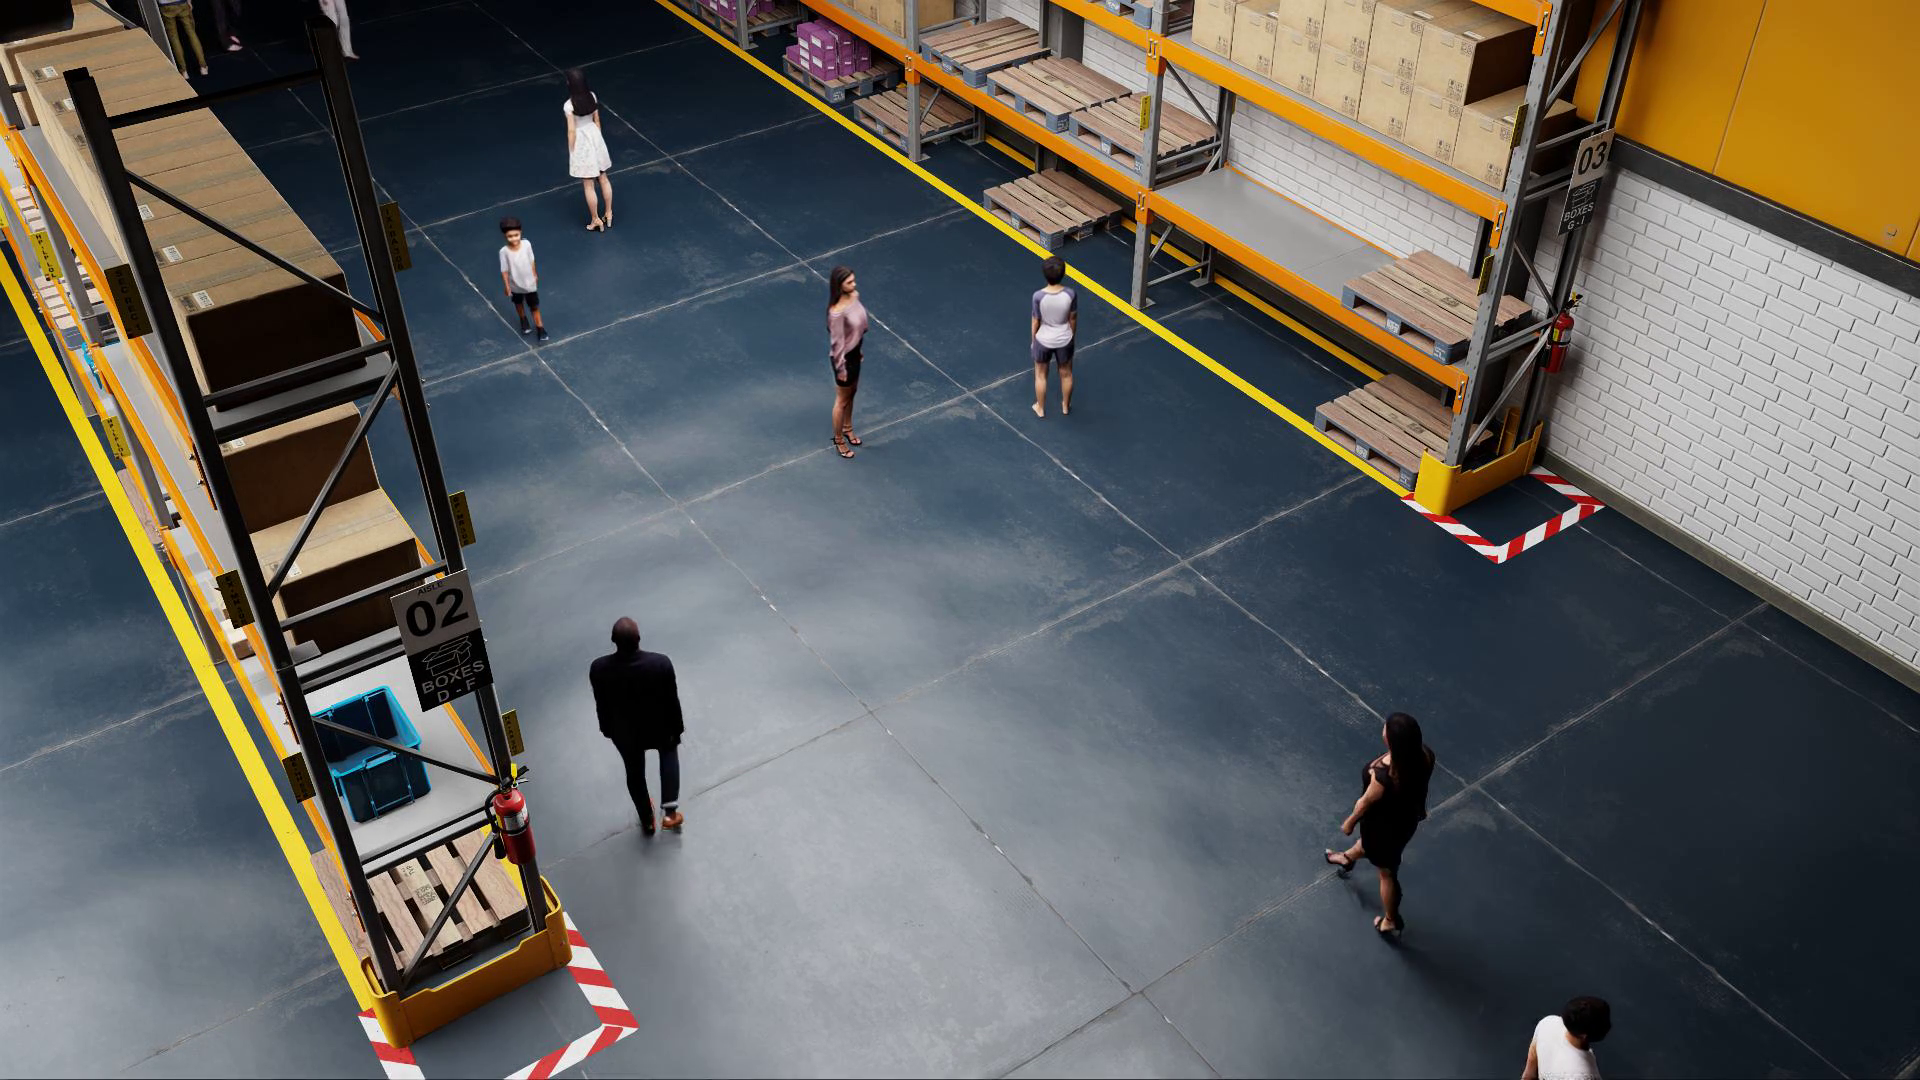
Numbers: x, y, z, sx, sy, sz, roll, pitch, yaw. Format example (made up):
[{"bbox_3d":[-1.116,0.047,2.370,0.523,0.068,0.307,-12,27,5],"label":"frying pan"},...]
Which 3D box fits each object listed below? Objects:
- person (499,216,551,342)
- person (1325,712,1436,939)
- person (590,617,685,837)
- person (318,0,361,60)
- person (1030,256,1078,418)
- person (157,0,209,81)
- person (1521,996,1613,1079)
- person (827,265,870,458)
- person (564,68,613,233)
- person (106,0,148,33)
[{"bbox_3d":[-4.198,-2.523,15.822,0.569,1.235,0.823,-17,42,-20],"label":"person"},{"bbox_3d":[2.669,1.783,10.072,0.712,1.681,0.977,-26,46,-29],"label":"person"},{"bbox_3d":[-2.041,1.262,10.622,0.813,1.808,0.827,-7,39,-8],"label":"person"},{"bbox_3d":[-8.019,-6.907,20.893,0.975,1.758,0.860,12,40,15],"label":"person"},{"bbox_3d":[0.826,-1.784,14.631,0.648,1.566,0.668,-3,39,-4],"label":"person"},{"bbox_3d":[-9.694,-6.586,20.447,0.666,1.812,0.543,-23,44,-26],"label":"person"},{"bbox_3d":[2.931,2.972,8.458,1.158,1.837,1.177,1,39,2],"label":"person"},{"bbox_3d":[-0.966,-1.524,14.110,0.725,1.810,0.707,13,40,16],"label":"person"},{"bbox_3d":[-3.875,-4.055,17.308,0.704,1.774,0.704,30,47,32],"label":"person"},{"bbox_3d":[-9.704,-5.984,19.720,1.106,1.778,0.952,22,44,25],"label":"person"}]
